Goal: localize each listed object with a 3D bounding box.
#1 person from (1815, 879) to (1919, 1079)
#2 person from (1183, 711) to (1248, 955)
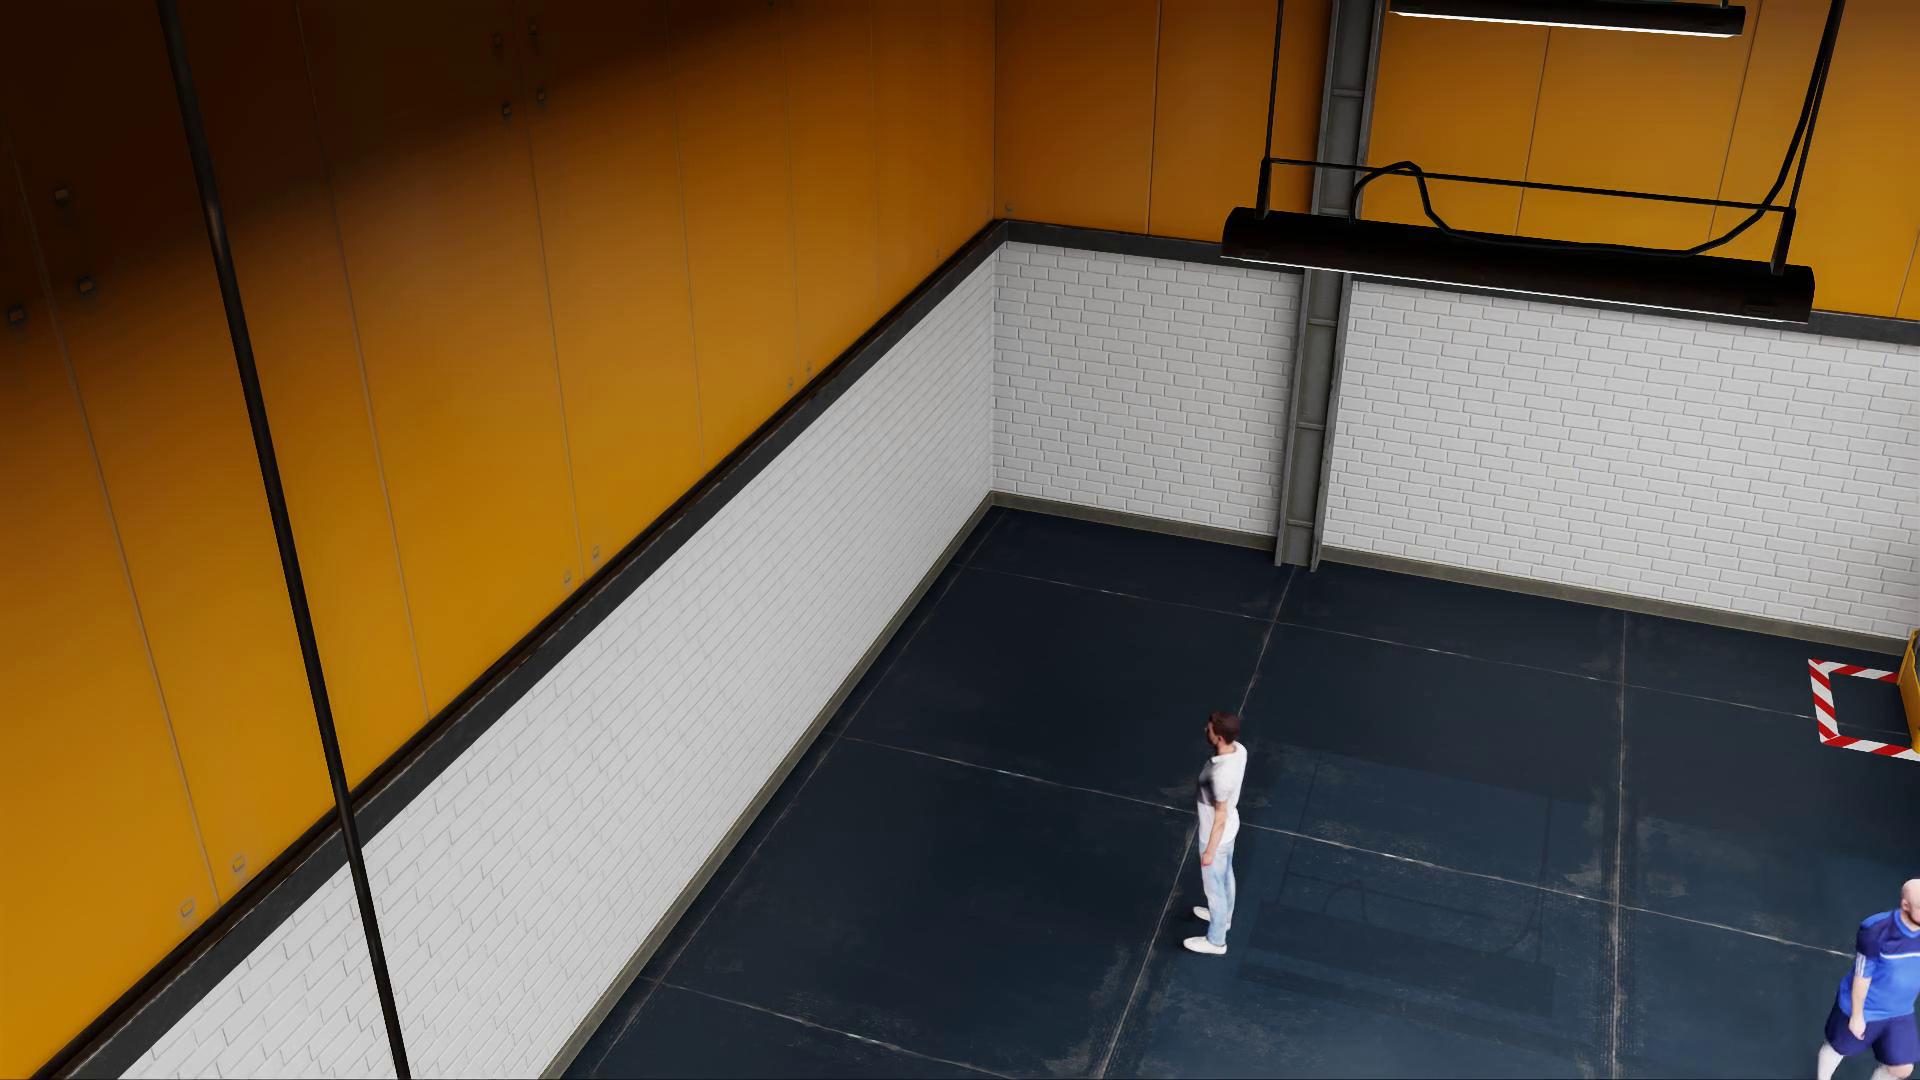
[{"bbox_3d":[5.303,2.659,9.726,0.784,1.823,0.866,-3,29,-5],"label":"person"},{"bbox_3d":[1.723,1.931,11.032,0.527,1.850,0.656,11,30,19],"label":"person"}]
